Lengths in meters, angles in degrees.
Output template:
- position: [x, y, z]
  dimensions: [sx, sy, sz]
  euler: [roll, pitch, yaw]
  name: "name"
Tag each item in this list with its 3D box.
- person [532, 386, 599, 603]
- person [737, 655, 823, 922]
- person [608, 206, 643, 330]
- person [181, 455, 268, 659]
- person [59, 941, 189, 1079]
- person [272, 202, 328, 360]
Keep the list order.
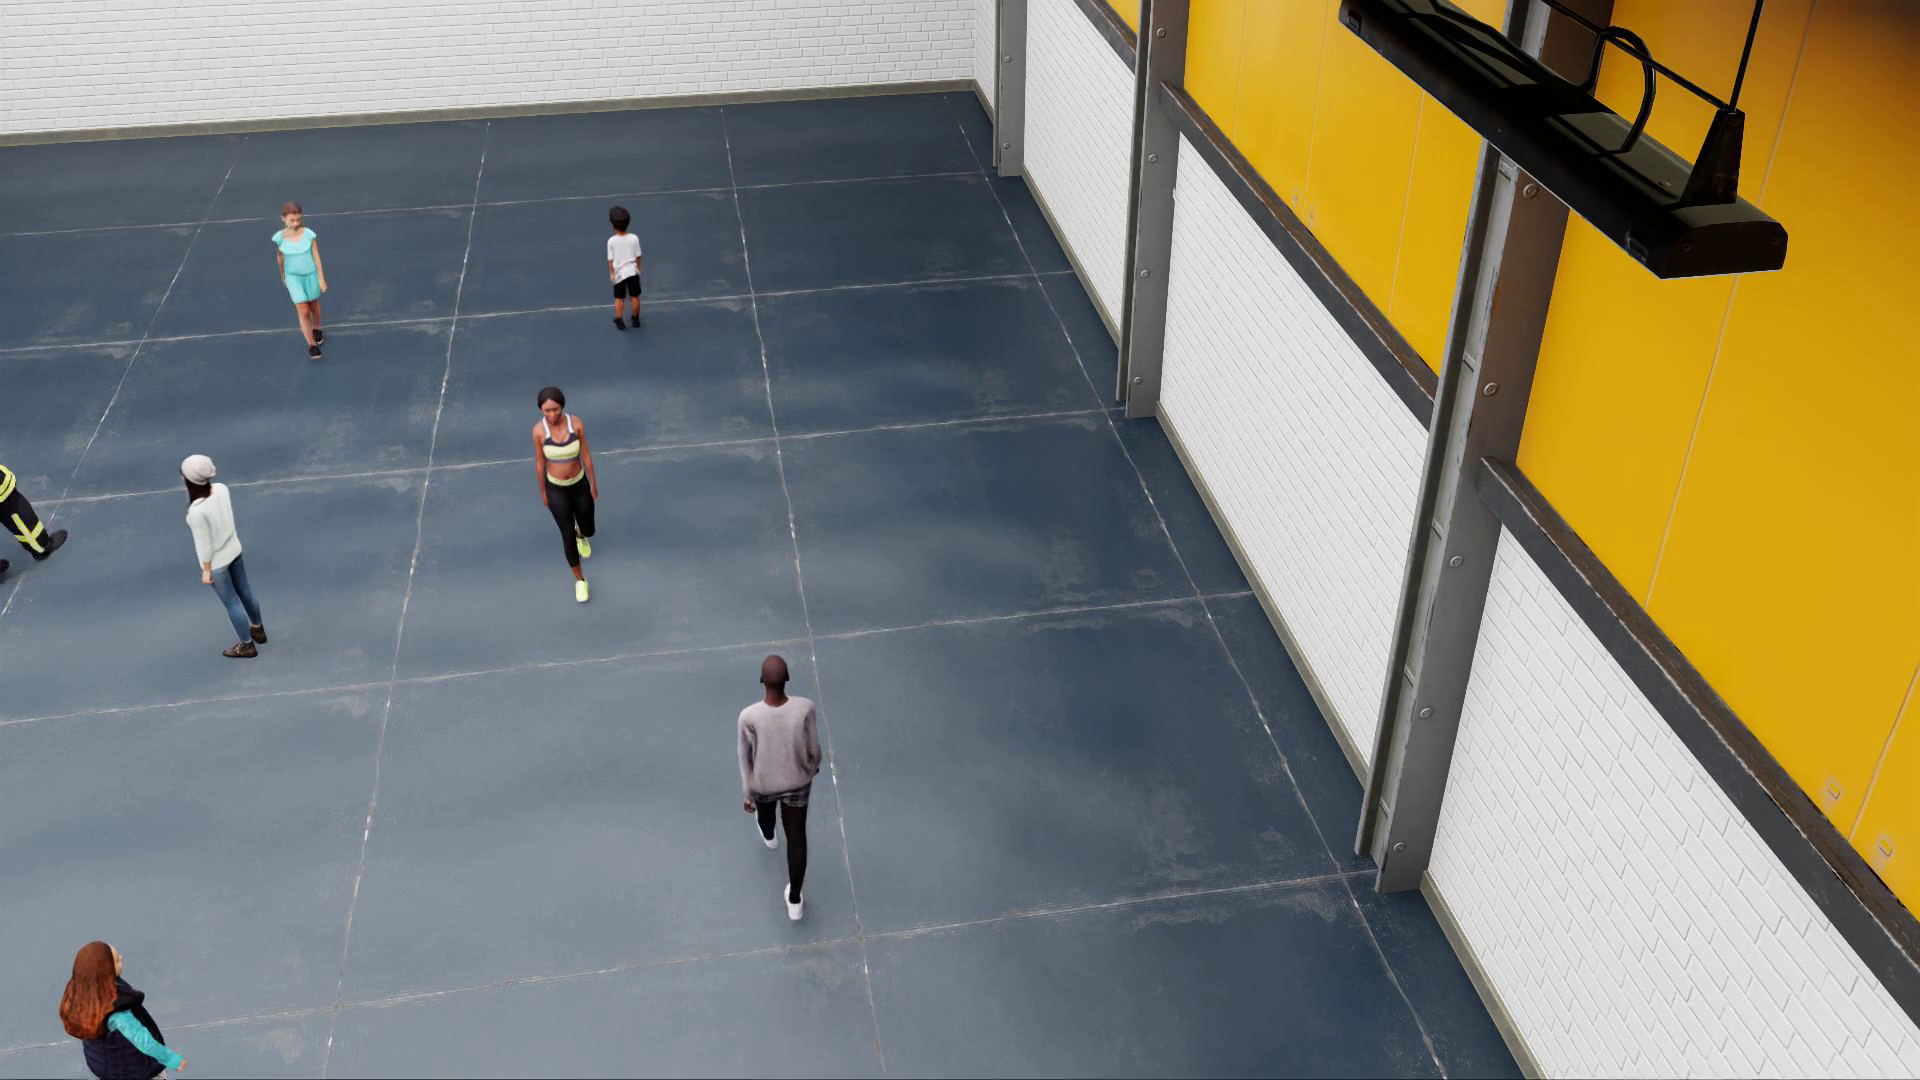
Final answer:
- position: [-2.942, -0.408, 12.475]
  dimensions: [0.651, 1.737, 0.932]
  euler: [-10, 35, -15]
  name: "person"
- position: [-1.023, 1.471, 9.648]
  dimensions: [0.684, 1.737, 1.099]
  euler: [-8, 34, -11]
  name: "person"
- position: [-3.259, -2.644, 16.273]
  dimensions: [0.536, 1.257, 0.570]
  euler: [-13, 36, -18]
  name: "person"
- position: [-5.234, 0.104, 11.787]
  dimensions: [0.686, 1.645, 0.543]
  euler: [5, 34, 7]
  name: "person"
- position: [-4.117, 2.566, 8.220]
  dimensions: [0.716, 1.495, 0.782]
  euler: [29, 43, 36]
  name: "person"
- position: [-6.279, -2.522, 15.851]
  dimensions: [0.668, 1.521, 0.966]
  euler: [-9, 35, -13]
  name: "person"
